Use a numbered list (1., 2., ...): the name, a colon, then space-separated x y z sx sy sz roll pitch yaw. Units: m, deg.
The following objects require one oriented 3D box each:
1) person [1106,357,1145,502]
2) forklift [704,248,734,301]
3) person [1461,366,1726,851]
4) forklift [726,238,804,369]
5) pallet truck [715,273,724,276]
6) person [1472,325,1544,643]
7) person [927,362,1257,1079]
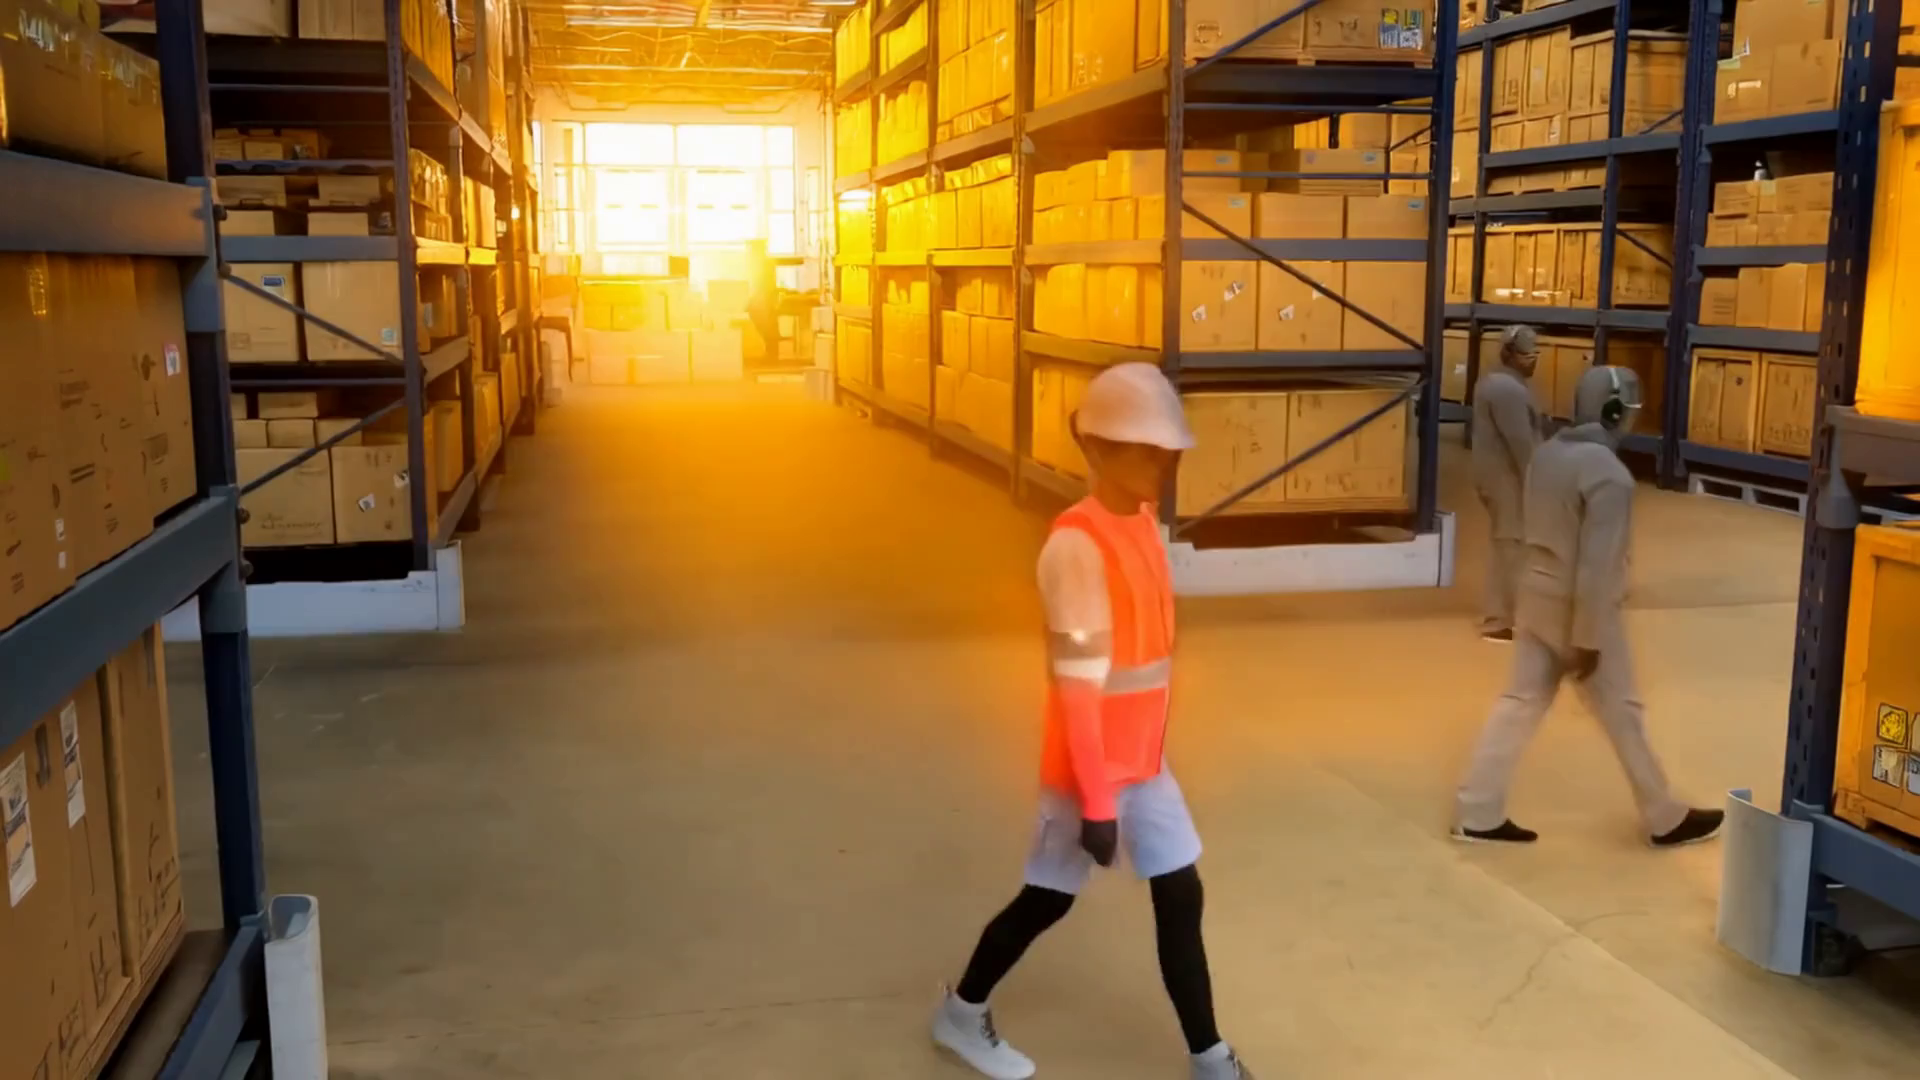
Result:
1. person: 0.932 -0.294 10.258 0.701 1.678 0.539 -2 10 -12
2. forklift: -7.619 -7.879 52.846 1.129 2.768 1.873 -7 12 -38
3. person: 2.397 0.274 6.295 0.988 1.848 0.649 -2 9 -10
4. forklift: -4.384 -5.092 35.858 1.873 2.768 1.129 -2 10 -12
5. pallet truck: -8.580 -8.986 62.280 1.885 1.965 0.823 1 9 5
6. person: 3.287 -0.318 9.791 0.531 1.888 0.663 1 9 7
7. person: 0.358 0.537 4.292 1.059 1.993 0.630 5 10 27
